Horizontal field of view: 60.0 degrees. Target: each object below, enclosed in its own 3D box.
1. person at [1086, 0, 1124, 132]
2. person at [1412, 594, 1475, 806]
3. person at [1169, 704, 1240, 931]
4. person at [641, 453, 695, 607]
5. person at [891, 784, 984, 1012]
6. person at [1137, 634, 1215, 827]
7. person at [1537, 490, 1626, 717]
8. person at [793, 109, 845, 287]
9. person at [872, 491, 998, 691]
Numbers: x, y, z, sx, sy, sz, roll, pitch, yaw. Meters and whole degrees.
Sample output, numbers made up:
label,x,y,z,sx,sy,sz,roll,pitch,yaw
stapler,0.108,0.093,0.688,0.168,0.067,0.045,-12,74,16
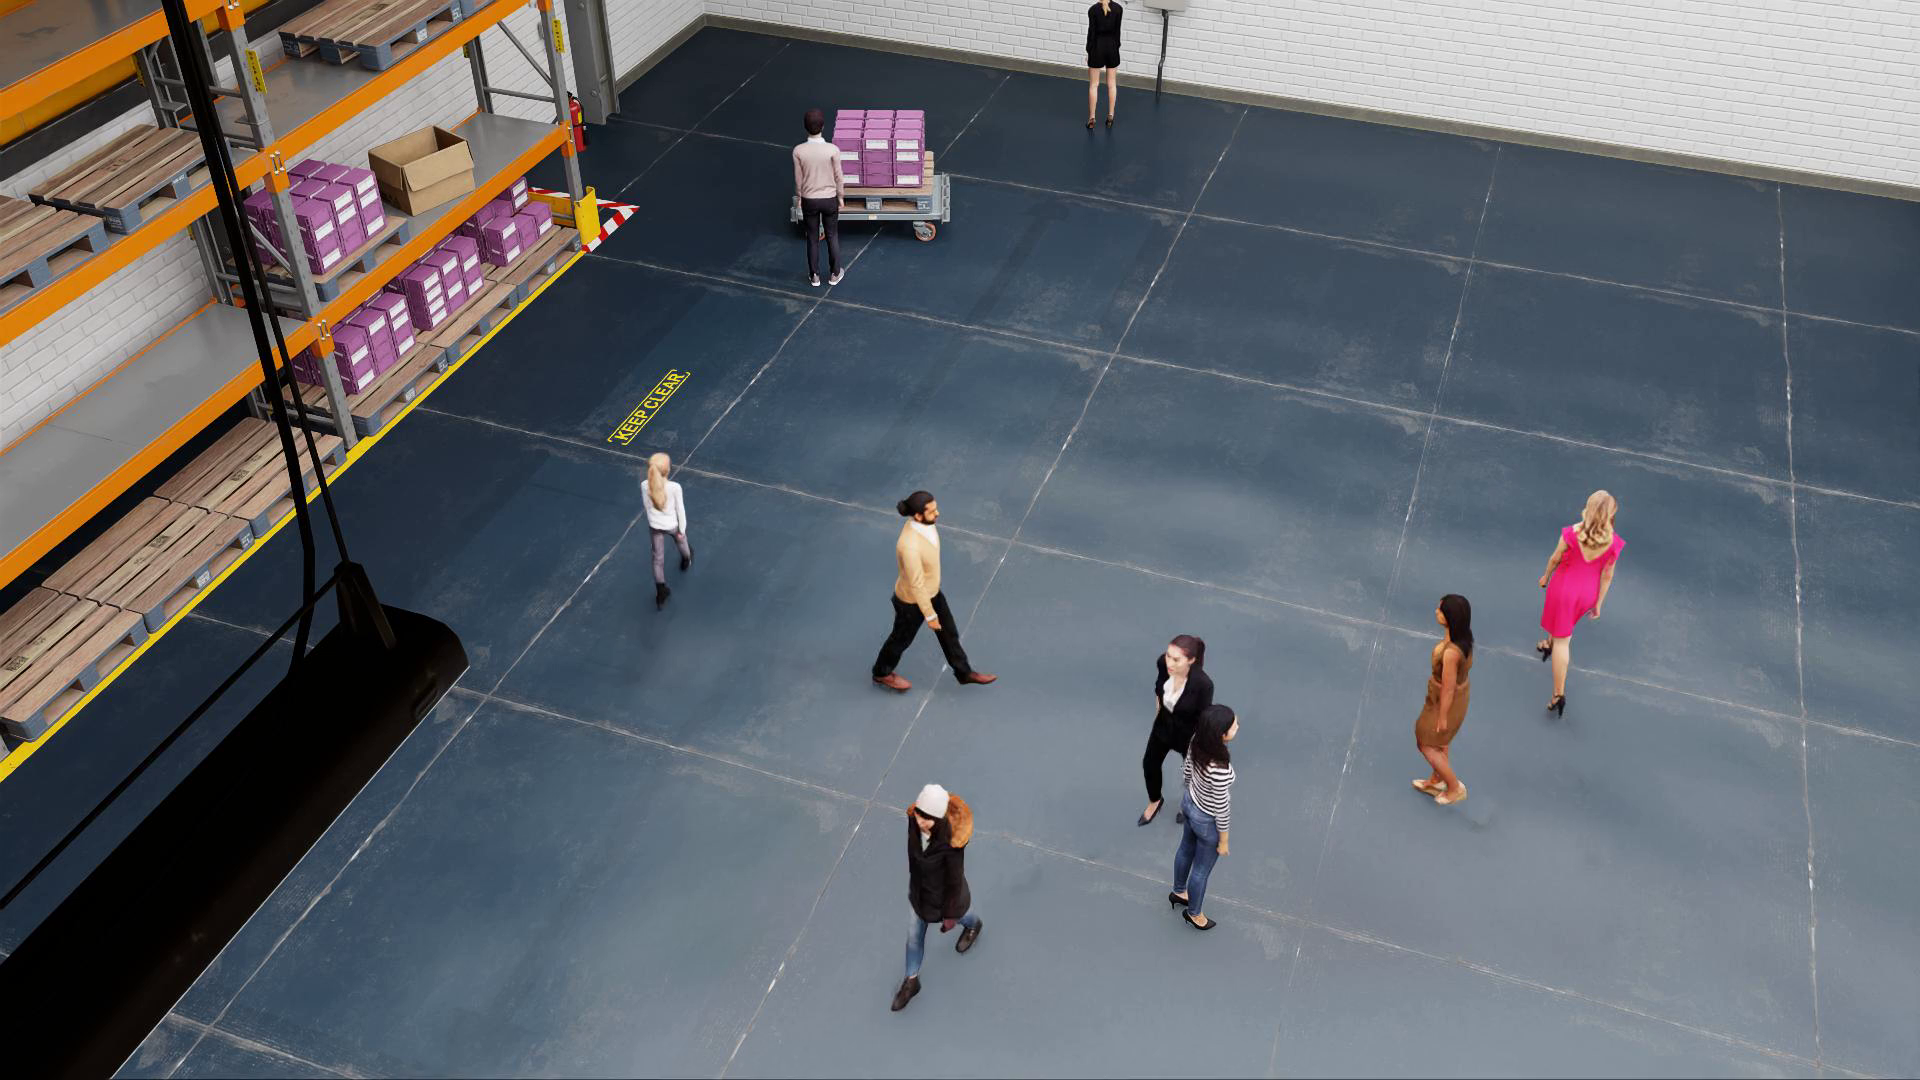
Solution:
label,x,y,z,sx,sy,sz,roll,pitch,yaw
person,1.630,-5.552,19.001,0.647,1.769,0.672,-8,39,-10
person,3.202,1.075,10.783,0.647,1.668,0.628,11,40,13
person,1.460,1.658,9.950,0.714,1.796,0.623,-12,40,-14
person,-2.250,-0.072,12.558,0.654,1.245,0.946,2,39,3
person,-0.076,1.987,9.695,0.781,1.600,1.111,24,44,27
person,1.485,1.184,10.670,0.745,1.639,0.796,28,46,30
person,4.258,0.457,11.551,0.776,1.675,1.111,3,39,3
person,-1.368,-3.324,16.177,0.694,1.810,0.670,0,39,0
person,-0.357,0.403,11.588,0.726,1.714,1.047,11,40,14
